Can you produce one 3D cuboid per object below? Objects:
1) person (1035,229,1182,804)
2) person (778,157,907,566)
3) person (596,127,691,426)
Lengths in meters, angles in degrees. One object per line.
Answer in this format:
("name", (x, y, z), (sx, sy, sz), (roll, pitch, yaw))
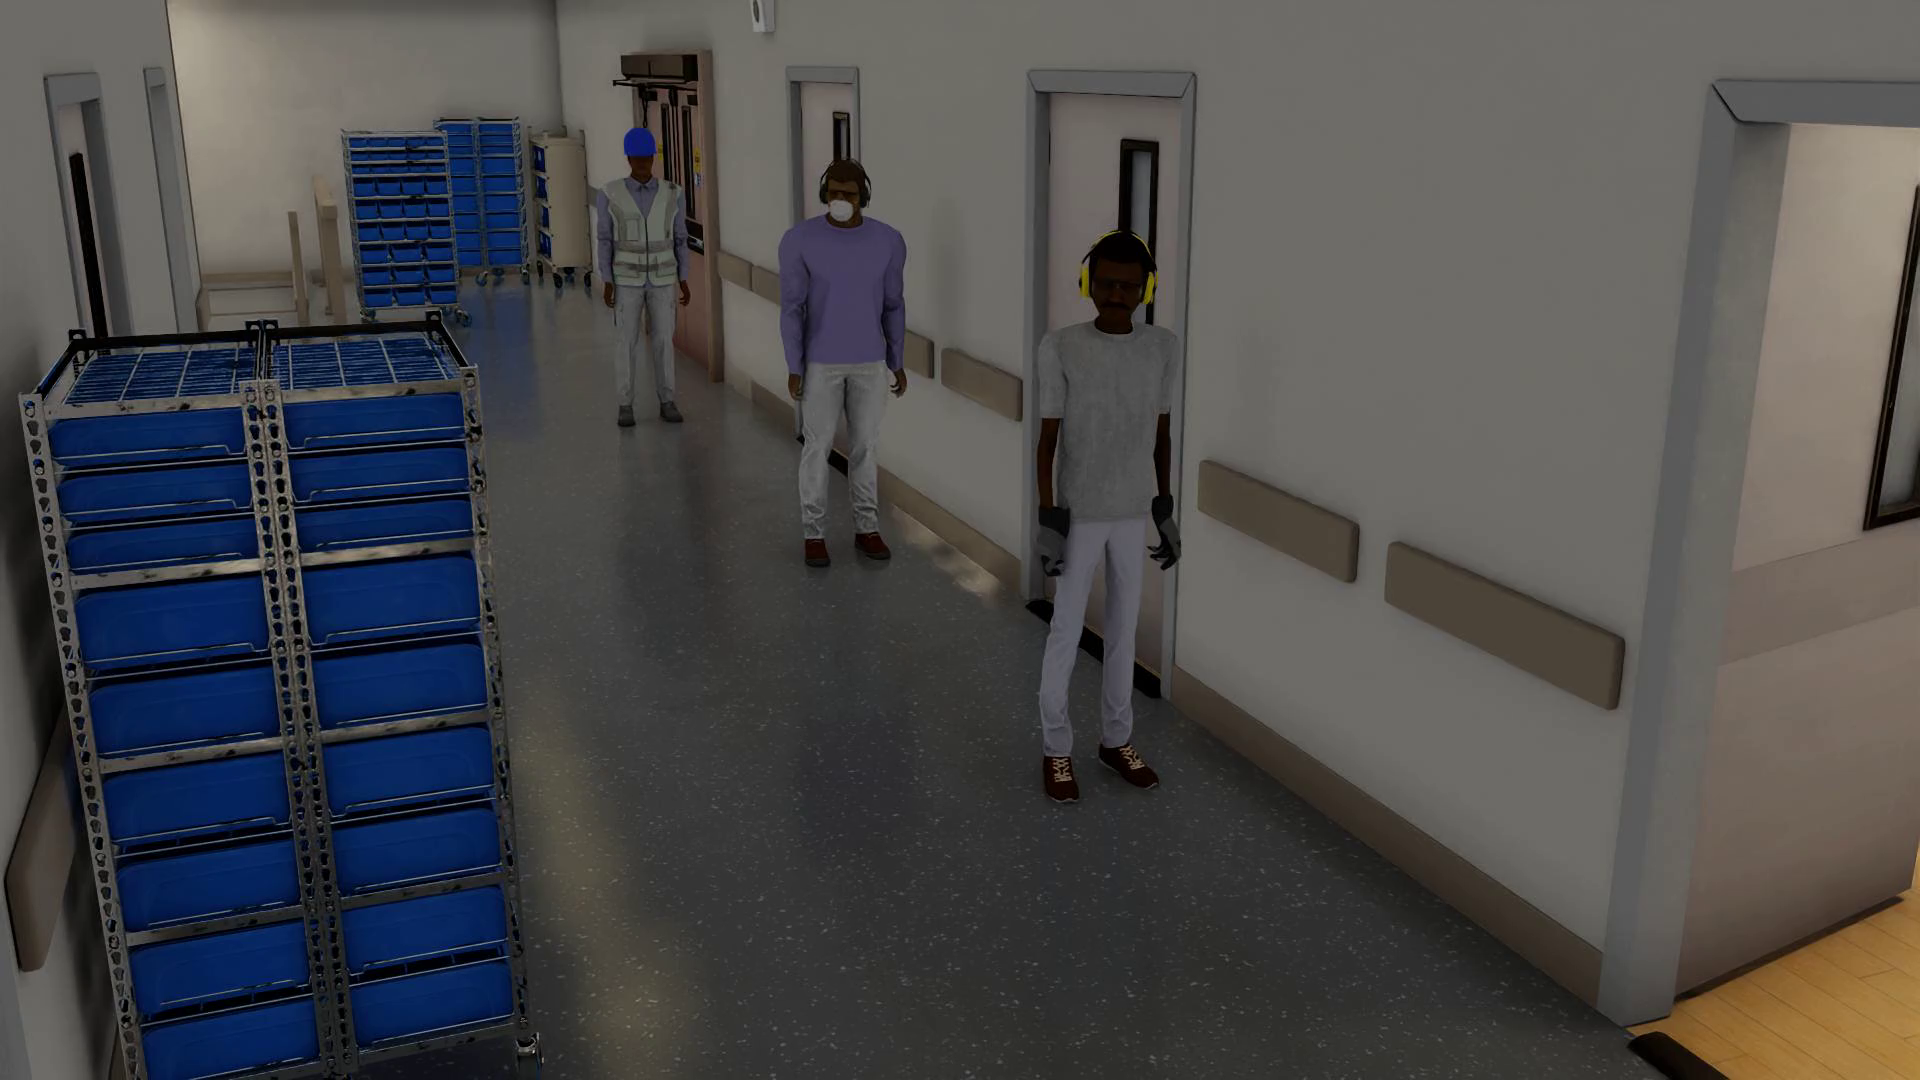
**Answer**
("person", (0.487, -0.068, 5.411), (0.521, 1.864, 0.334), (-6, 17, -19))
("person", (-0.547, -0.843, 7.964), (0.628, 1.936, 0.377), (-6, 17, -19))
("person", (-2.085, -1.733, 11.018), (0.604, 1.949, 0.398), (-6, 17, -19))
